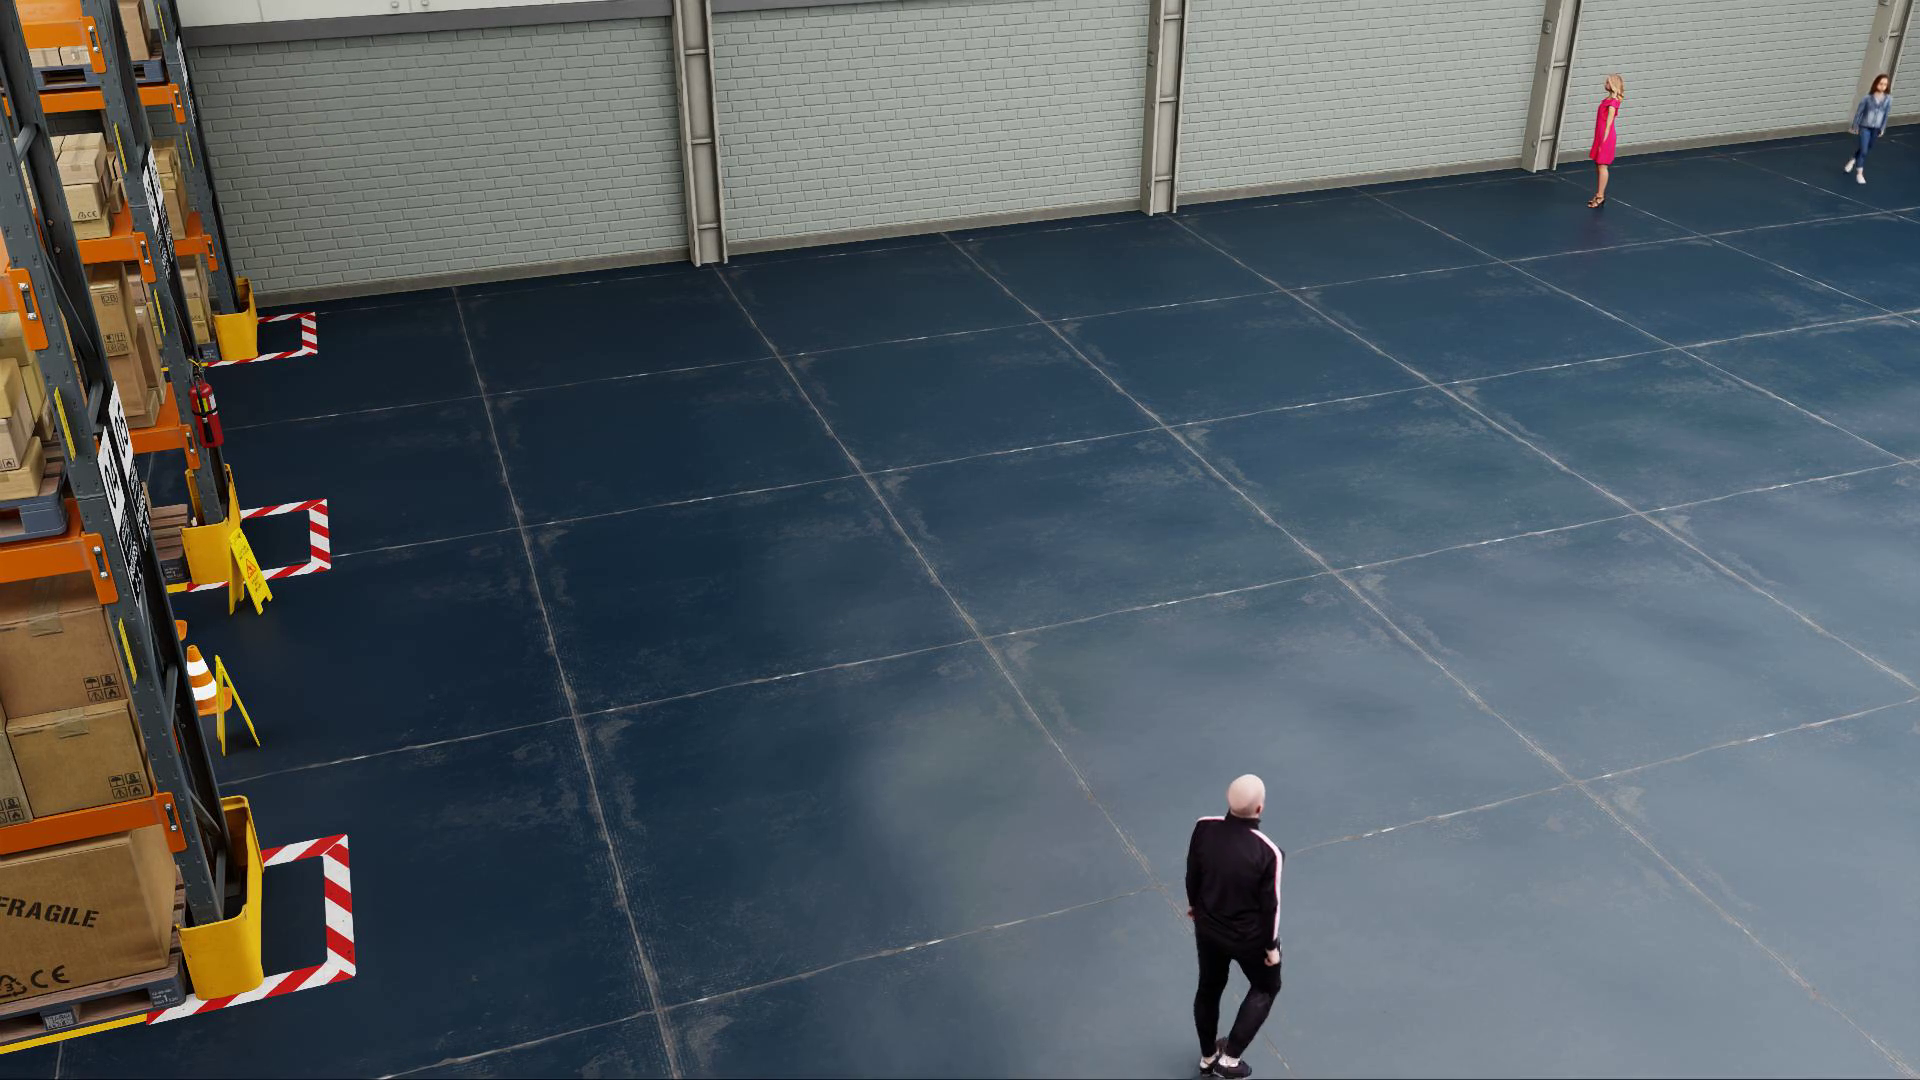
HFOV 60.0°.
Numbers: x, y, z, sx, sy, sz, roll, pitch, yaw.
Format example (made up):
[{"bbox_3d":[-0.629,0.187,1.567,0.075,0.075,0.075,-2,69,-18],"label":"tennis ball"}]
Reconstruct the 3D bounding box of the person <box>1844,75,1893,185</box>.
[{"bbox_3d":[12.487,-5.677,22.885,0.983,1.443,0.907,4,28,8],"label":"person"}]

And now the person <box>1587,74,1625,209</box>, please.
[{"bbox_3d":[8.441,-5.216,21.722,0.696,1.721,0.668,6,29,11],"label":"person"}]

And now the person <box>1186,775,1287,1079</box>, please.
[{"bbox_3d":[1.286,1.972,8.114,0.820,1.826,0.843,20,34,33],"label":"person"}]
